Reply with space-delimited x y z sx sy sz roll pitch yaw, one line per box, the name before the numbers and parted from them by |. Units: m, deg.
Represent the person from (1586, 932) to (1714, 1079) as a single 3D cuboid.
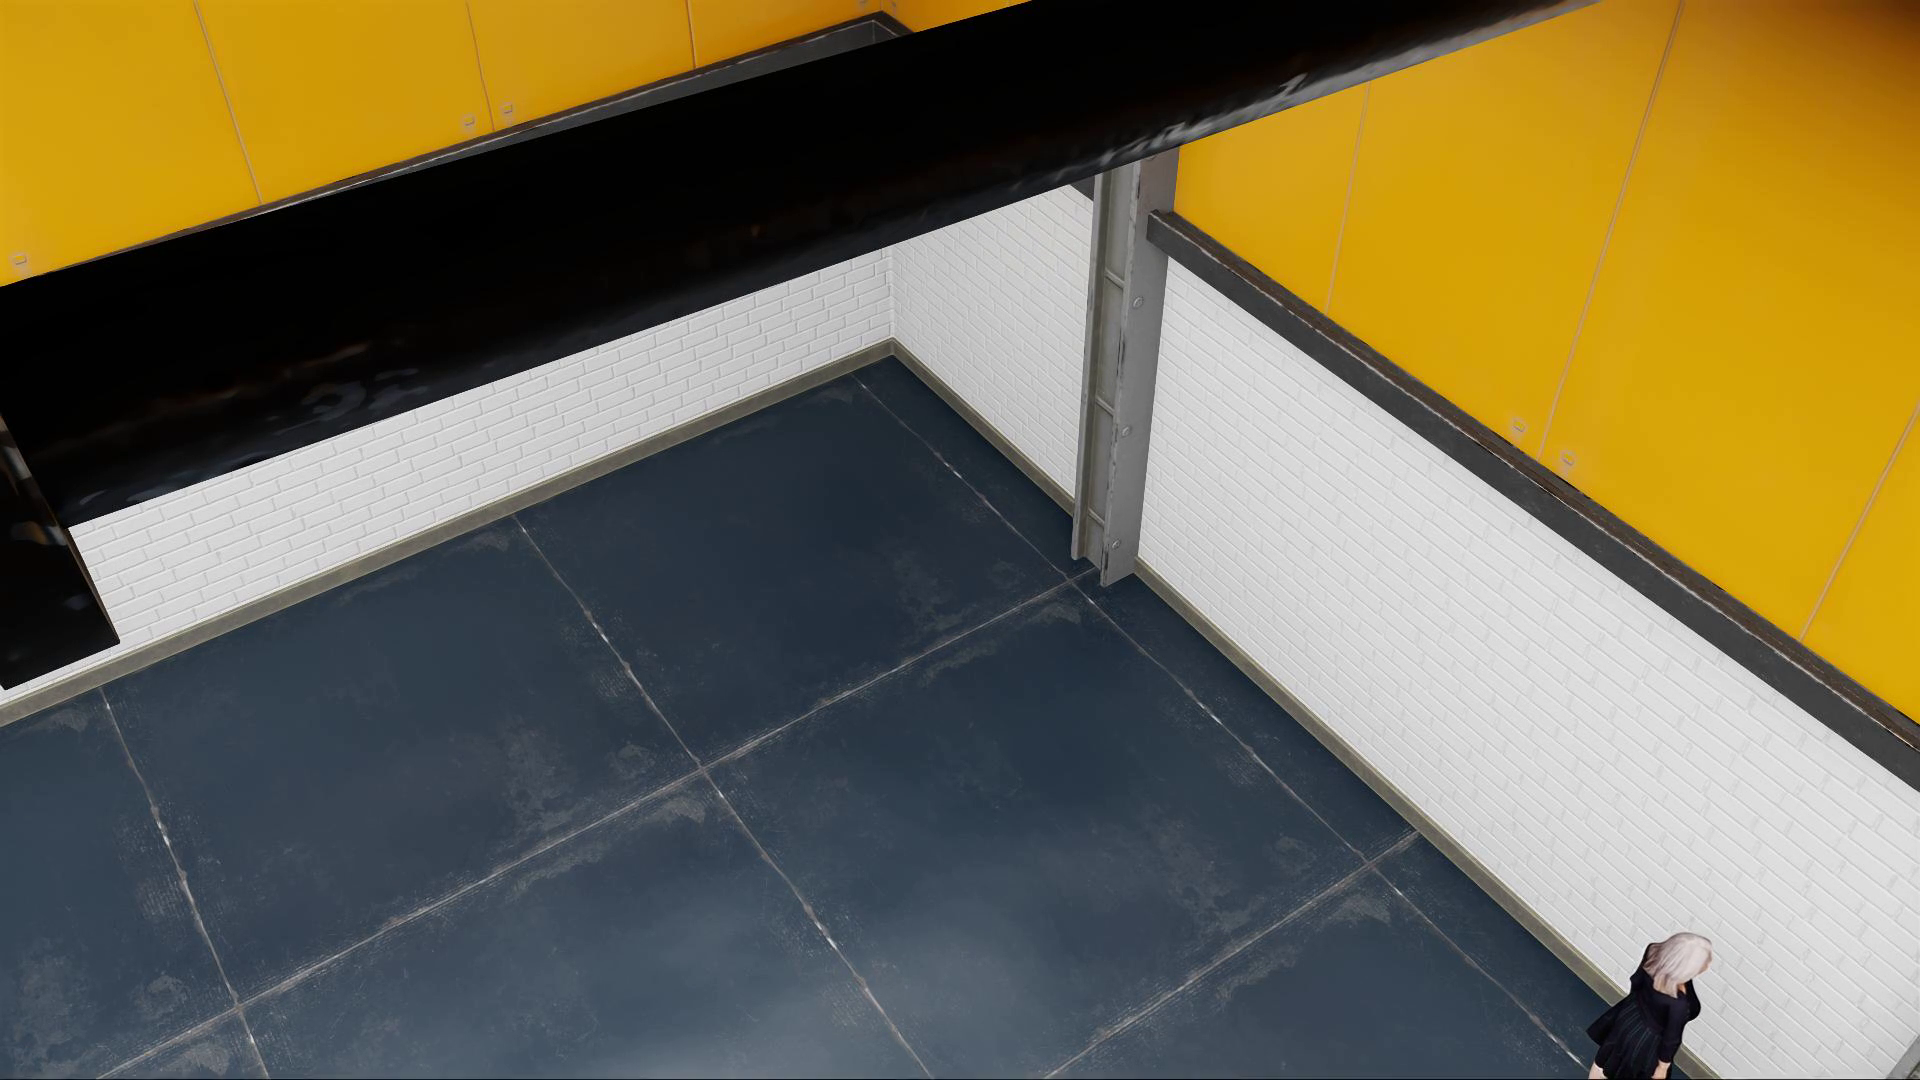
person | 3.454 2.504 8.401 0.761 1.746 0.668 -2 44 -2
